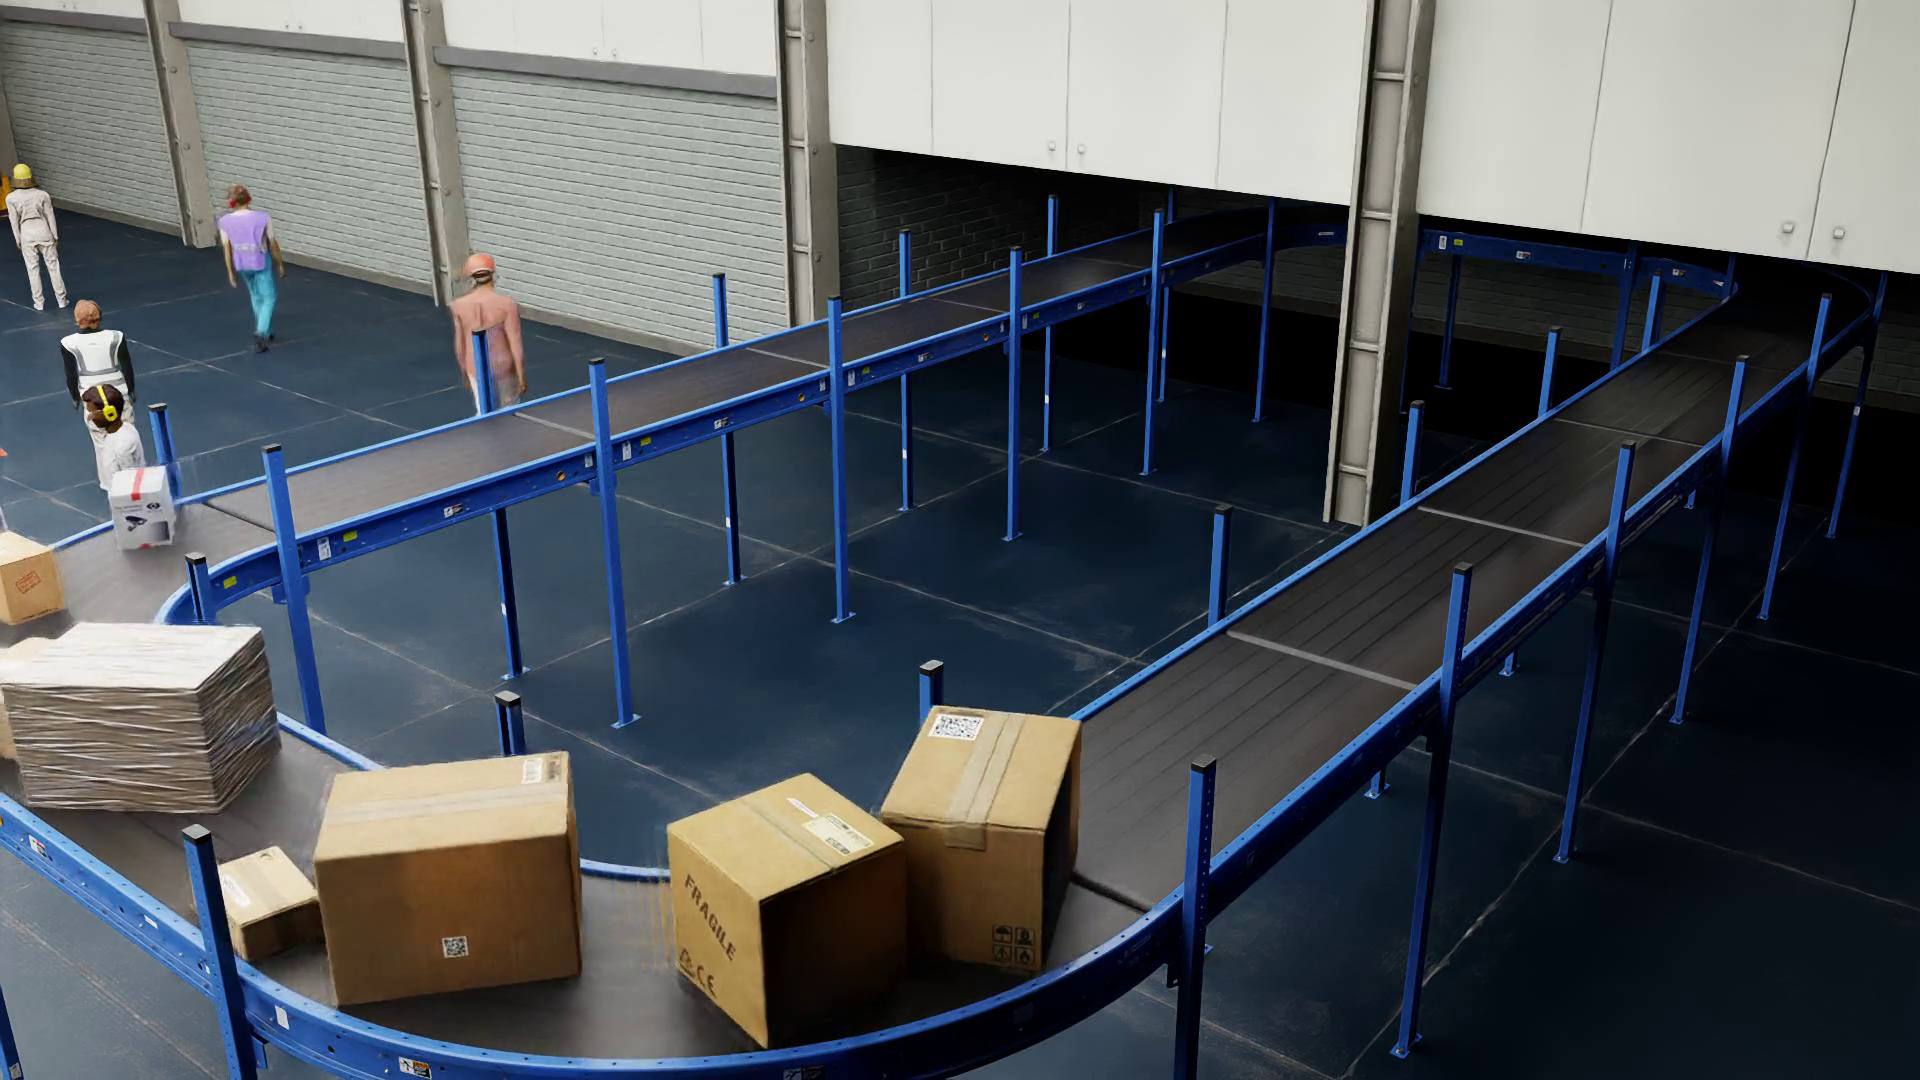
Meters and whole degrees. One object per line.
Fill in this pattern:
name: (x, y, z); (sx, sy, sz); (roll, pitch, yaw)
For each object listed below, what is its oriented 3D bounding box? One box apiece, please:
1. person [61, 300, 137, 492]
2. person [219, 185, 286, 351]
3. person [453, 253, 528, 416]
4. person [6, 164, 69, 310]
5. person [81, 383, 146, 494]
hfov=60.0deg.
person: (-7.213, -1.209, 14.017); (0.515, 1.641, 0.314); (-12, 24, -27)
person: (-7.802, -3.013, 18.385); (0.580, 1.802, 0.819); (0, 21, 0)
person: (-4.048, -1.470, 14.305); (0.657, 1.937, 0.960); (1, 22, 4)
person: (-11.175, -3.666, 20.119); (0.487, 1.746, 0.288); (-11, 24, -27)
person: (-5.485, -0.132, 10.989); (0.329, 1.861, 0.507); (-11, 24, -26)
